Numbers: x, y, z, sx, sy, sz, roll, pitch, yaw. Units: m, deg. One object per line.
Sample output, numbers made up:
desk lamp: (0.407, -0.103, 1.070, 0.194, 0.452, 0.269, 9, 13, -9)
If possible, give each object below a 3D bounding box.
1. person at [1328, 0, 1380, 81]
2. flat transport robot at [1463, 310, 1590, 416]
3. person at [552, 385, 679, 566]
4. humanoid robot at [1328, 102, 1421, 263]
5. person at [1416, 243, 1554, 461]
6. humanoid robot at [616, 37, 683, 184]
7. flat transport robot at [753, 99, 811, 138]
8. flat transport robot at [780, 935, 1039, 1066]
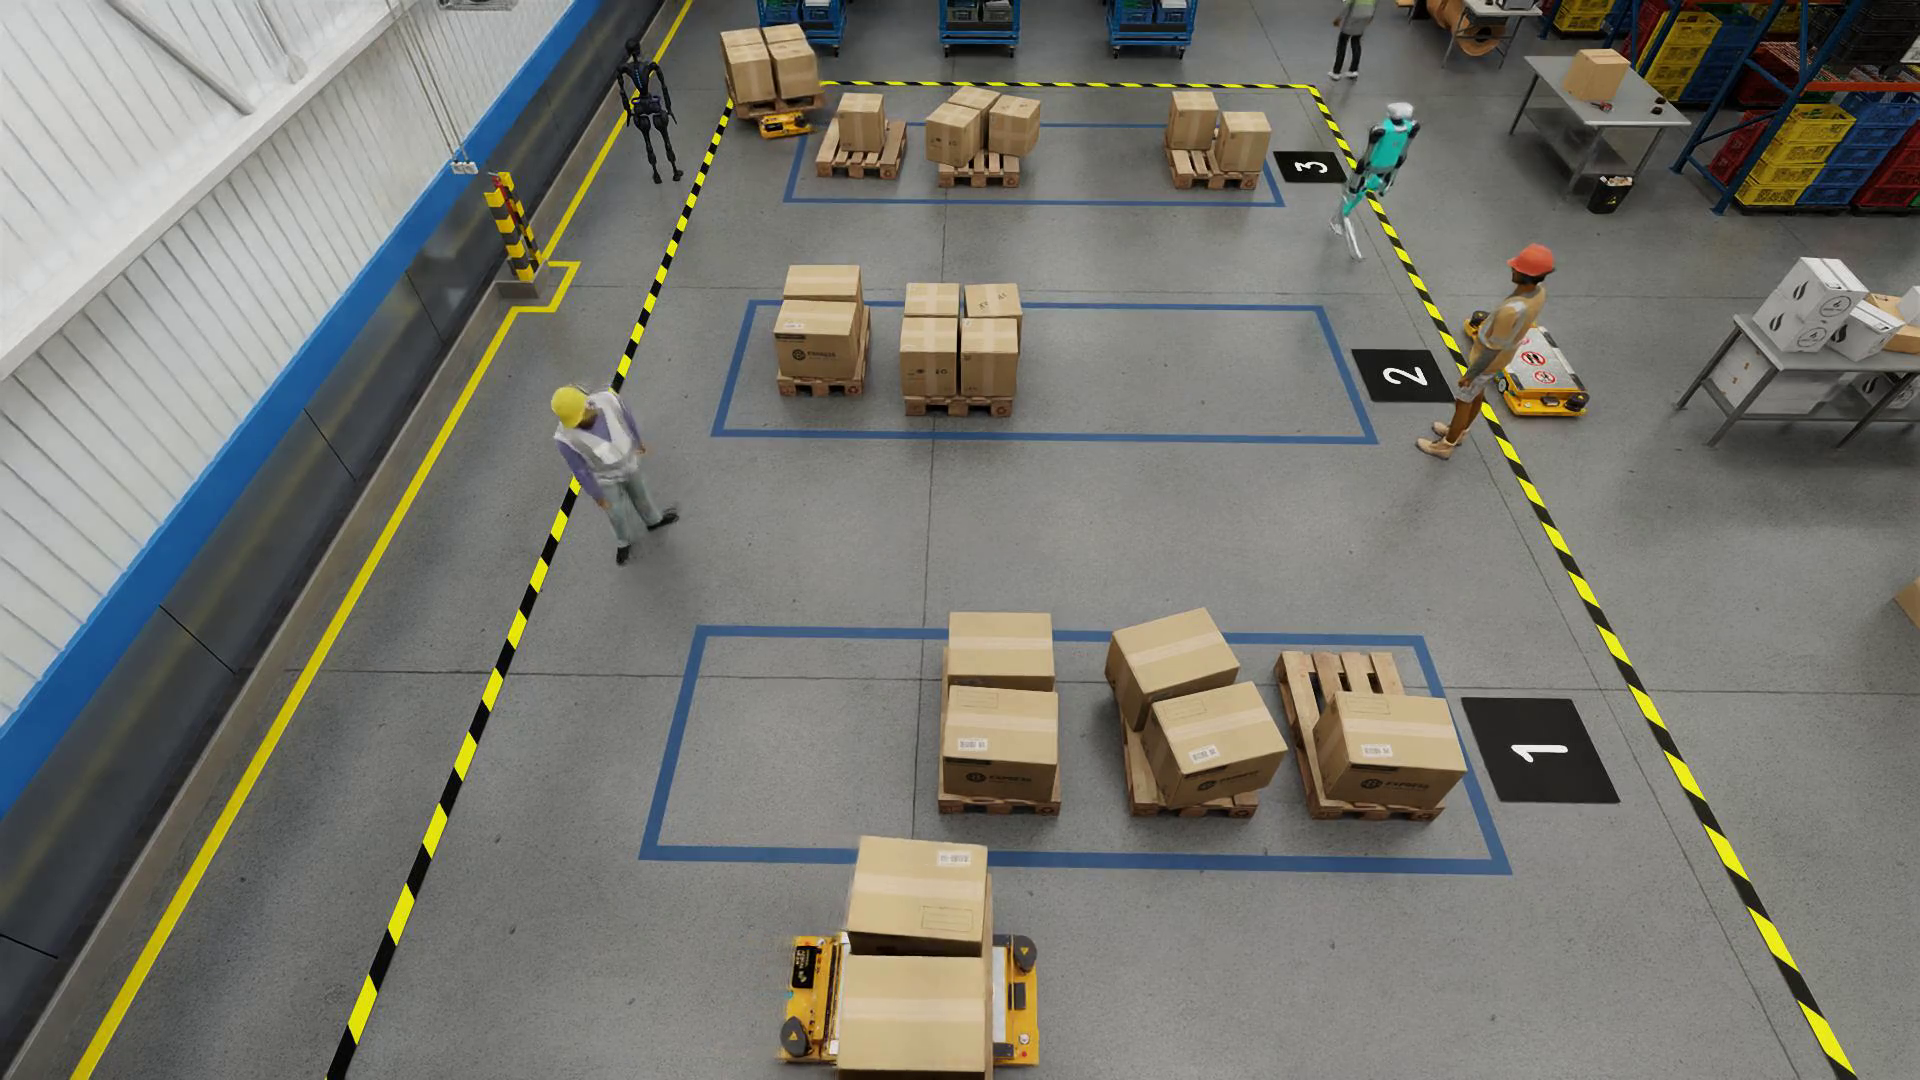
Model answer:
person: (5.602, -7.427, 12.948, 0.613, 1.821, 0.426, -19, 52, -16)
flat transport robot: (5.573, -1.757, 9.054, 0.659, 0.231, 1.431, 1, 49, 1)
person: (-2.618, -0.574, 7.035, 0.408, 1.783, 0.715, 27, 54, 21)
humanoid robot: (4.413, -3.998, 10.055, 0.542, 1.752, 1.048, -11, 50, -9)
person: (4.407, -1.538, 7.694, 0.614, 2.039, 0.379, -35, 58, -26)
humanoid robot: (-3.763, -5.168, 11.065, 0.599, 1.657, 0.315, -8, 50, -7)
flat transport robot: (-2.536, -6.033, 12.737, 0.652, 0.197, 1.431, -13, 50, -11)
flat transport robot: (-0.271, 2.615, 5.251, 1.431, 0.197, 0.652, 1, 49, 1)
